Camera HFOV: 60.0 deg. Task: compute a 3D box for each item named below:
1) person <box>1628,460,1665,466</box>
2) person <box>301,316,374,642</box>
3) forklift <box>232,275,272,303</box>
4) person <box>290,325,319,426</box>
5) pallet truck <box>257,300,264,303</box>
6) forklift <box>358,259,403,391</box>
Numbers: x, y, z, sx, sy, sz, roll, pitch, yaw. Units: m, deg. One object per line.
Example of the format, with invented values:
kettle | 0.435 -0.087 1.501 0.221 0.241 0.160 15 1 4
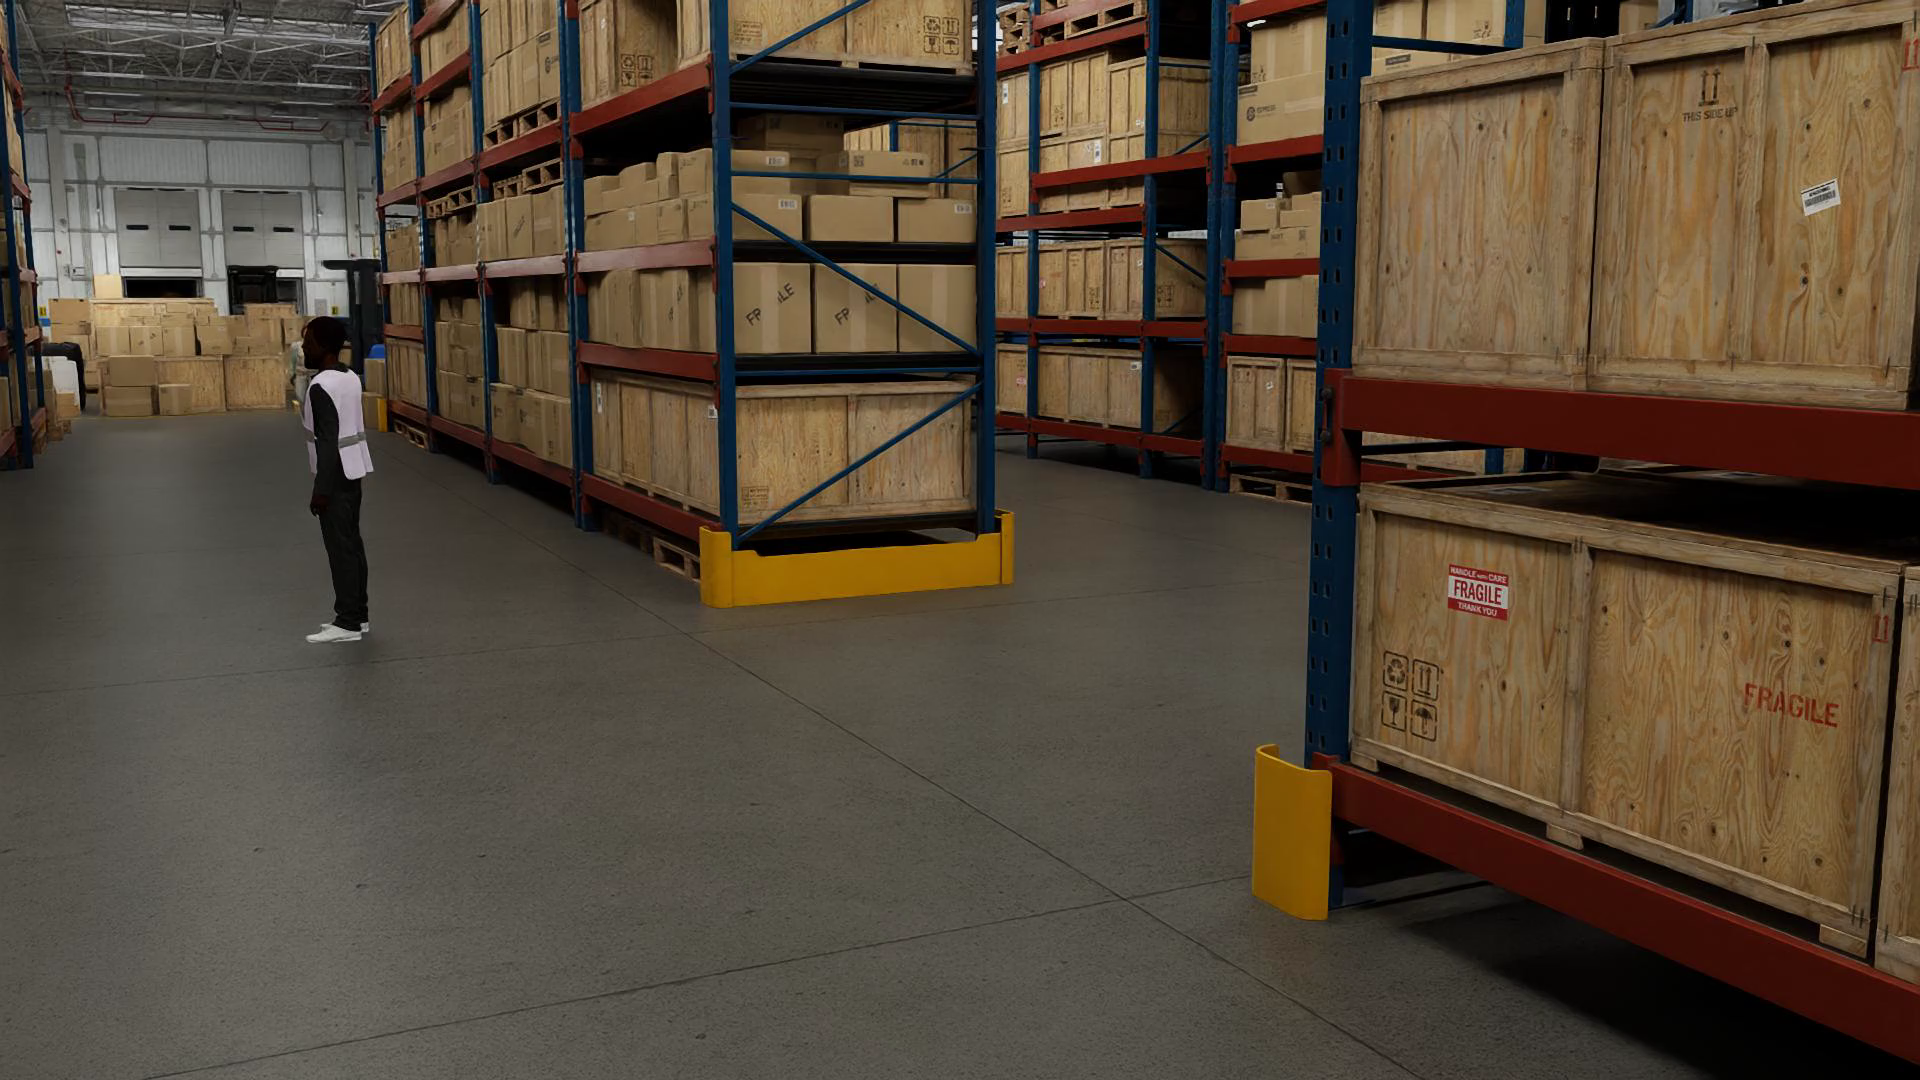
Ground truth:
person | 5.180 -0.591 12.449 0.335 1.625 0.553 -3 9 -20
person | -3.690 -0.358 9.846 0.392 1.922 0.592 -1 8 -7
forklift | -17.112 -5.252 40.304 1.129 2.768 1.873 -4 9 -26
person | -10.066 -2.513 25.703 0.540 1.622 0.446 -3 9 -19
pallet truck | -23.913 -7.404 58.171 1.885 1.965 0.823 -1 8 -9
forklift | -11.779 -4.338 34.003 1.873 2.768 1.129 3 9 23
